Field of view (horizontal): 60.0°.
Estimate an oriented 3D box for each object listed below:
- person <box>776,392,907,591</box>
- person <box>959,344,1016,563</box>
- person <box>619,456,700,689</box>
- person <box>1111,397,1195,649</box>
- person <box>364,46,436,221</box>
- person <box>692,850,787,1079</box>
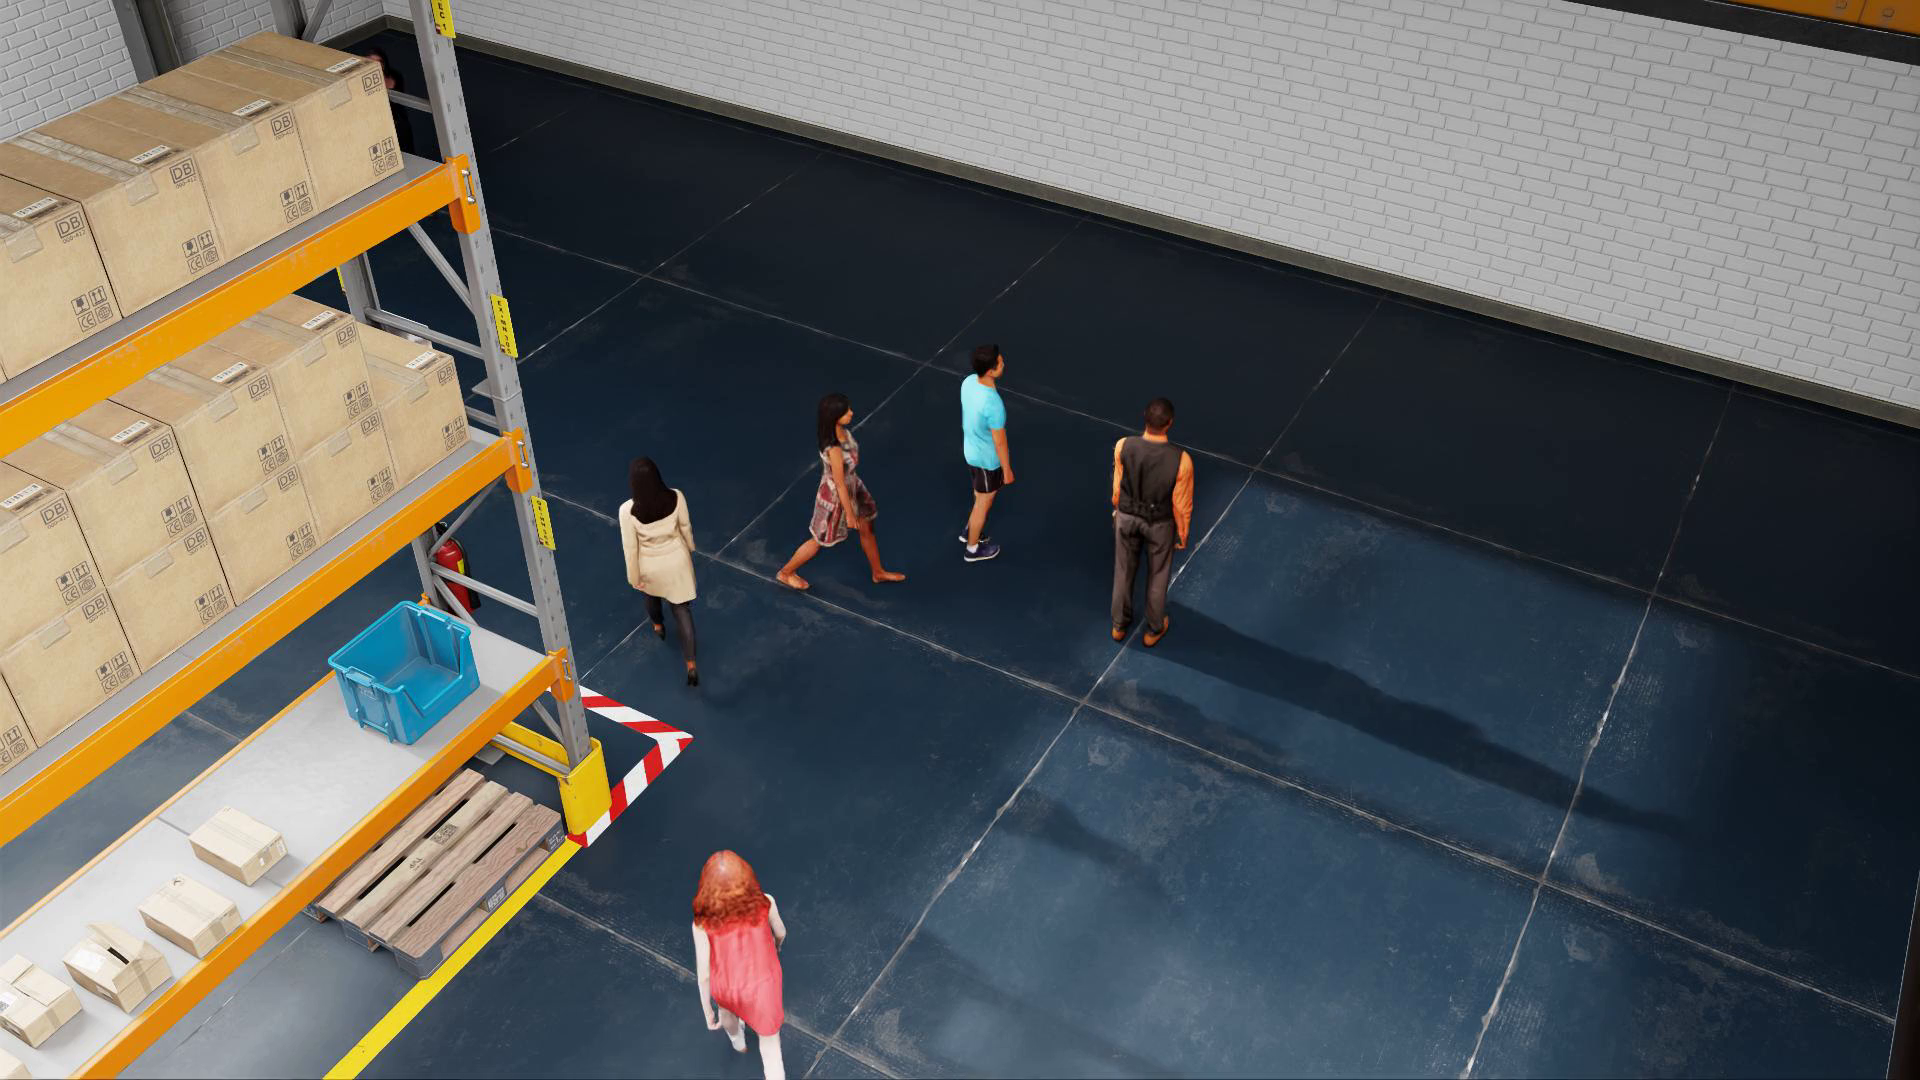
[{"bbox_3d":[-0.912,-0.278,11.292,1.088,1.604,1.158,-2,39,-2],"label":"person"},{"bbox_3d":[0.080,-0.556,11.516,0.791,1.760,0.741,-13,40,-15],"label":"person"},{"bbox_3d":[-1.872,0.221,10.636,1.089,1.644,1.110,-12,40,-15],"label":"person"},{"bbox_3d":[1.197,-0.102,10.828,0.733,1.909,0.654,14,41,16],"label":"person"},{"bbox_3d":[-5.417,-3.878,15.765,0.943,1.649,1.215,31,48,33],"label":"person"},{"bbox_3d":[-1.006,2.241,7.999,1.087,1.779,1.154,-9,40,-11],"label":"person"}]
